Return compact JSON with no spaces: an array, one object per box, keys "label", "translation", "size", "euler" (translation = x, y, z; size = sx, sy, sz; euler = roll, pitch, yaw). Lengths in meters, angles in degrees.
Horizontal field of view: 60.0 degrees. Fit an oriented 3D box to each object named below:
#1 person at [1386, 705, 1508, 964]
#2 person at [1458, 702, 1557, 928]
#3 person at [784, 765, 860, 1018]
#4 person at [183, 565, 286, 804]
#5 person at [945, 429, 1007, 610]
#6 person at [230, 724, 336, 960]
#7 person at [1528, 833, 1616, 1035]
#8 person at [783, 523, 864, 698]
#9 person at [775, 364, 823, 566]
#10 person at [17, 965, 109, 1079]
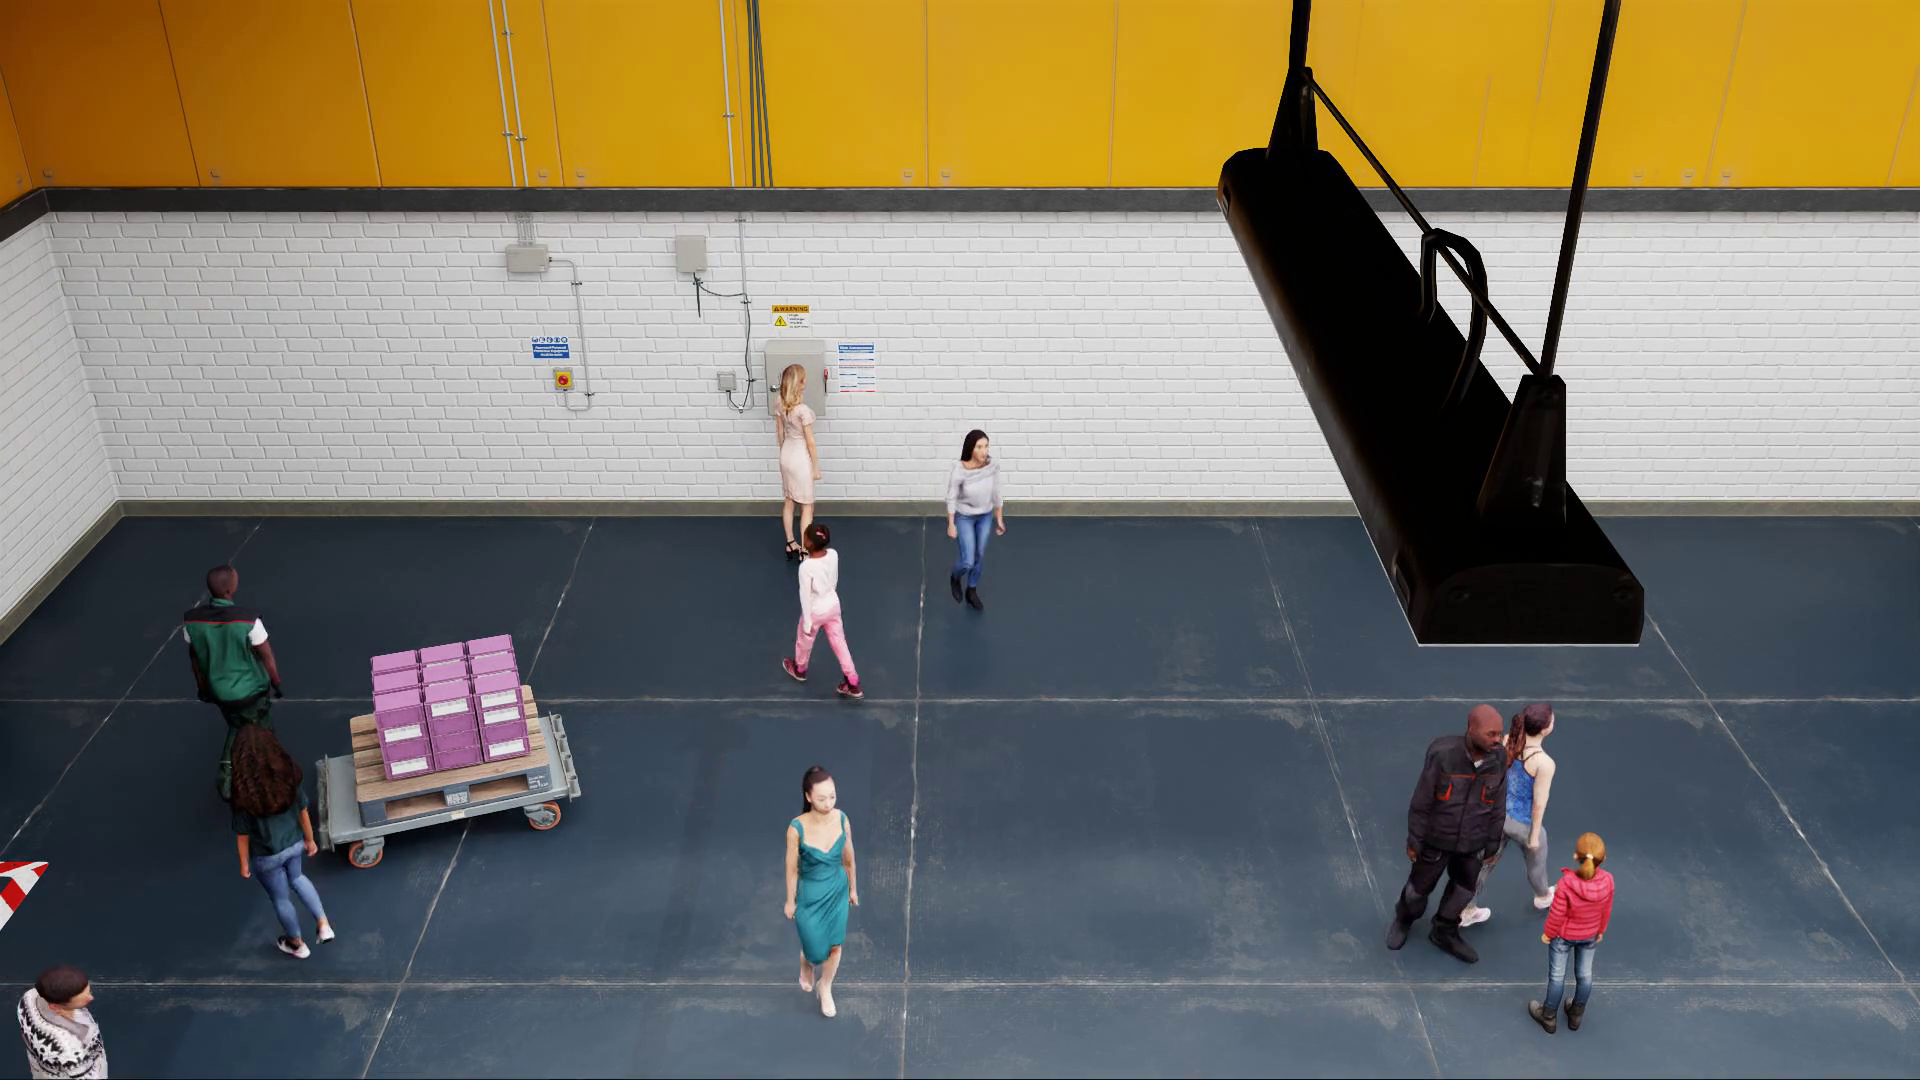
[{"label":"person","translation":[2.868,1.691,9.731],"size":[0.738,1.827,0.745],"euler":[-1,29,-1]},{"label":"person","translation":[3.273,1.696,9.983],"size":[0.941,1.577,1.026],"euler":[-13,31,-23]},{"label":"person","translation":[-0.815,1.973,9.376],"size":[0.705,1.672,0.755],"euler":[-13,31,-23]},{"label":"person","translation":[-4.772,1.031,10.950],"size":[0.710,1.818,0.808],"euler":[1,29,2]},{"label":"person","translation":[0.066,-0.188,13.393],"size":[0.739,1.619,0.780],"euler":[-16,32,-27]},{"label":"person","translation":[-3.941,1.821,9.723],"size":[0.829,1.606,0.775],"euler":[18,33,30]},{"label":"person","translation":[3.455,2.209,9.317],"size":[0.521,1.313,0.504],"euler":[-2,29,-3]},{"label":"person","translation":[-0.969,0.539,12.278],"size":[1.044,1.410,0.983],"euler":[25,38,38]},{"label":"person","translation":[-1.383,-0.627,13.977],"size":[0.634,1.829,0.698],"euler":[23,36,36]},{"label":"person","translation":[-4.245,2.682,7.924],"size":[0.935,1.817,0.938],"euler":[13,31,22]}]
